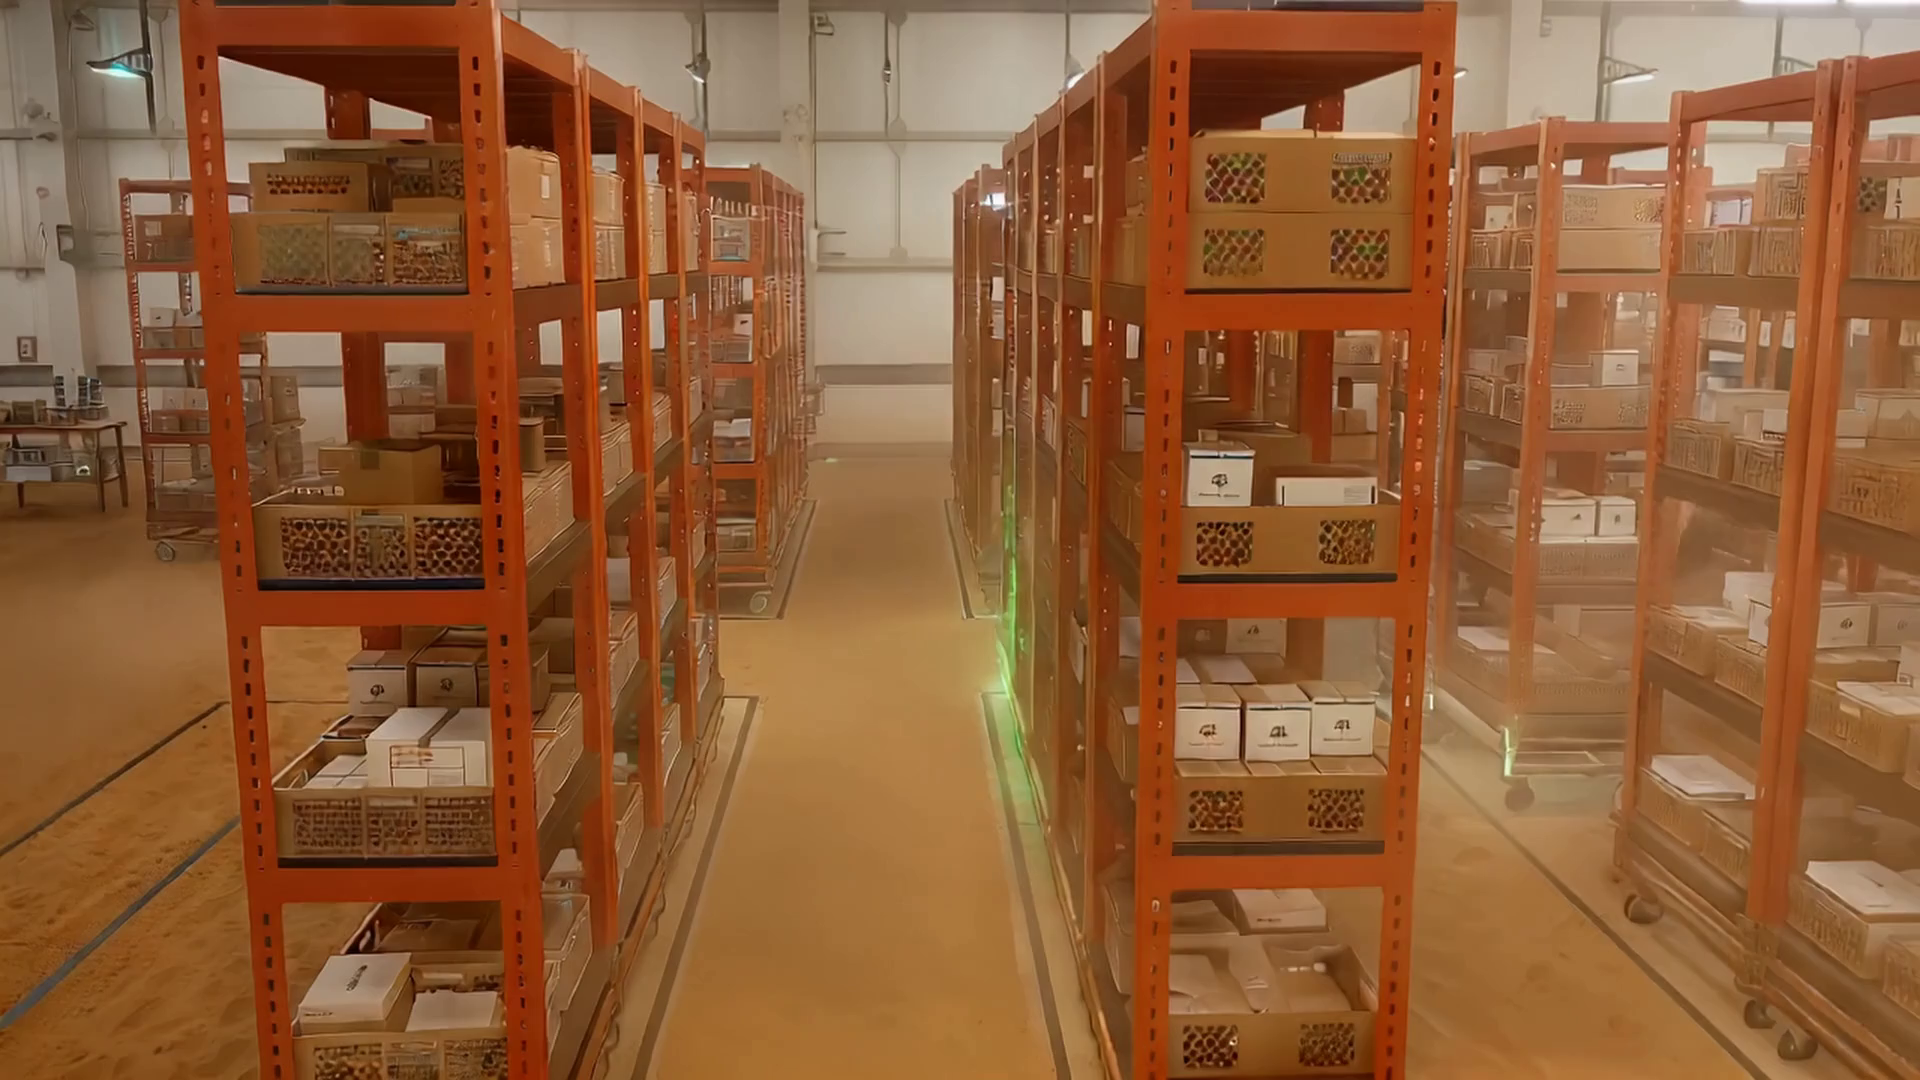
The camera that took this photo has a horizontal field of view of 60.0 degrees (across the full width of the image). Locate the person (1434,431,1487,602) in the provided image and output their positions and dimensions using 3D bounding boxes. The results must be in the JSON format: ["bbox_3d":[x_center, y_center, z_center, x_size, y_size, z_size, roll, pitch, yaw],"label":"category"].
[{"bbox_3d":[3.431,-0.036,11.581,0.460,1.979,0.621,-2,10,-13],"label":"person"}]

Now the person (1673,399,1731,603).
[{"bbox_3d":[5.874,-0.209,13.011,0.800,1.817,0.581,1,10,4],"label":"person"}]

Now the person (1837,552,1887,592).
[{"bbox_3d":[6.709,-0.081,12.236,0.599,1.830,0.404,-4,11,-24],"label":"person"}]
